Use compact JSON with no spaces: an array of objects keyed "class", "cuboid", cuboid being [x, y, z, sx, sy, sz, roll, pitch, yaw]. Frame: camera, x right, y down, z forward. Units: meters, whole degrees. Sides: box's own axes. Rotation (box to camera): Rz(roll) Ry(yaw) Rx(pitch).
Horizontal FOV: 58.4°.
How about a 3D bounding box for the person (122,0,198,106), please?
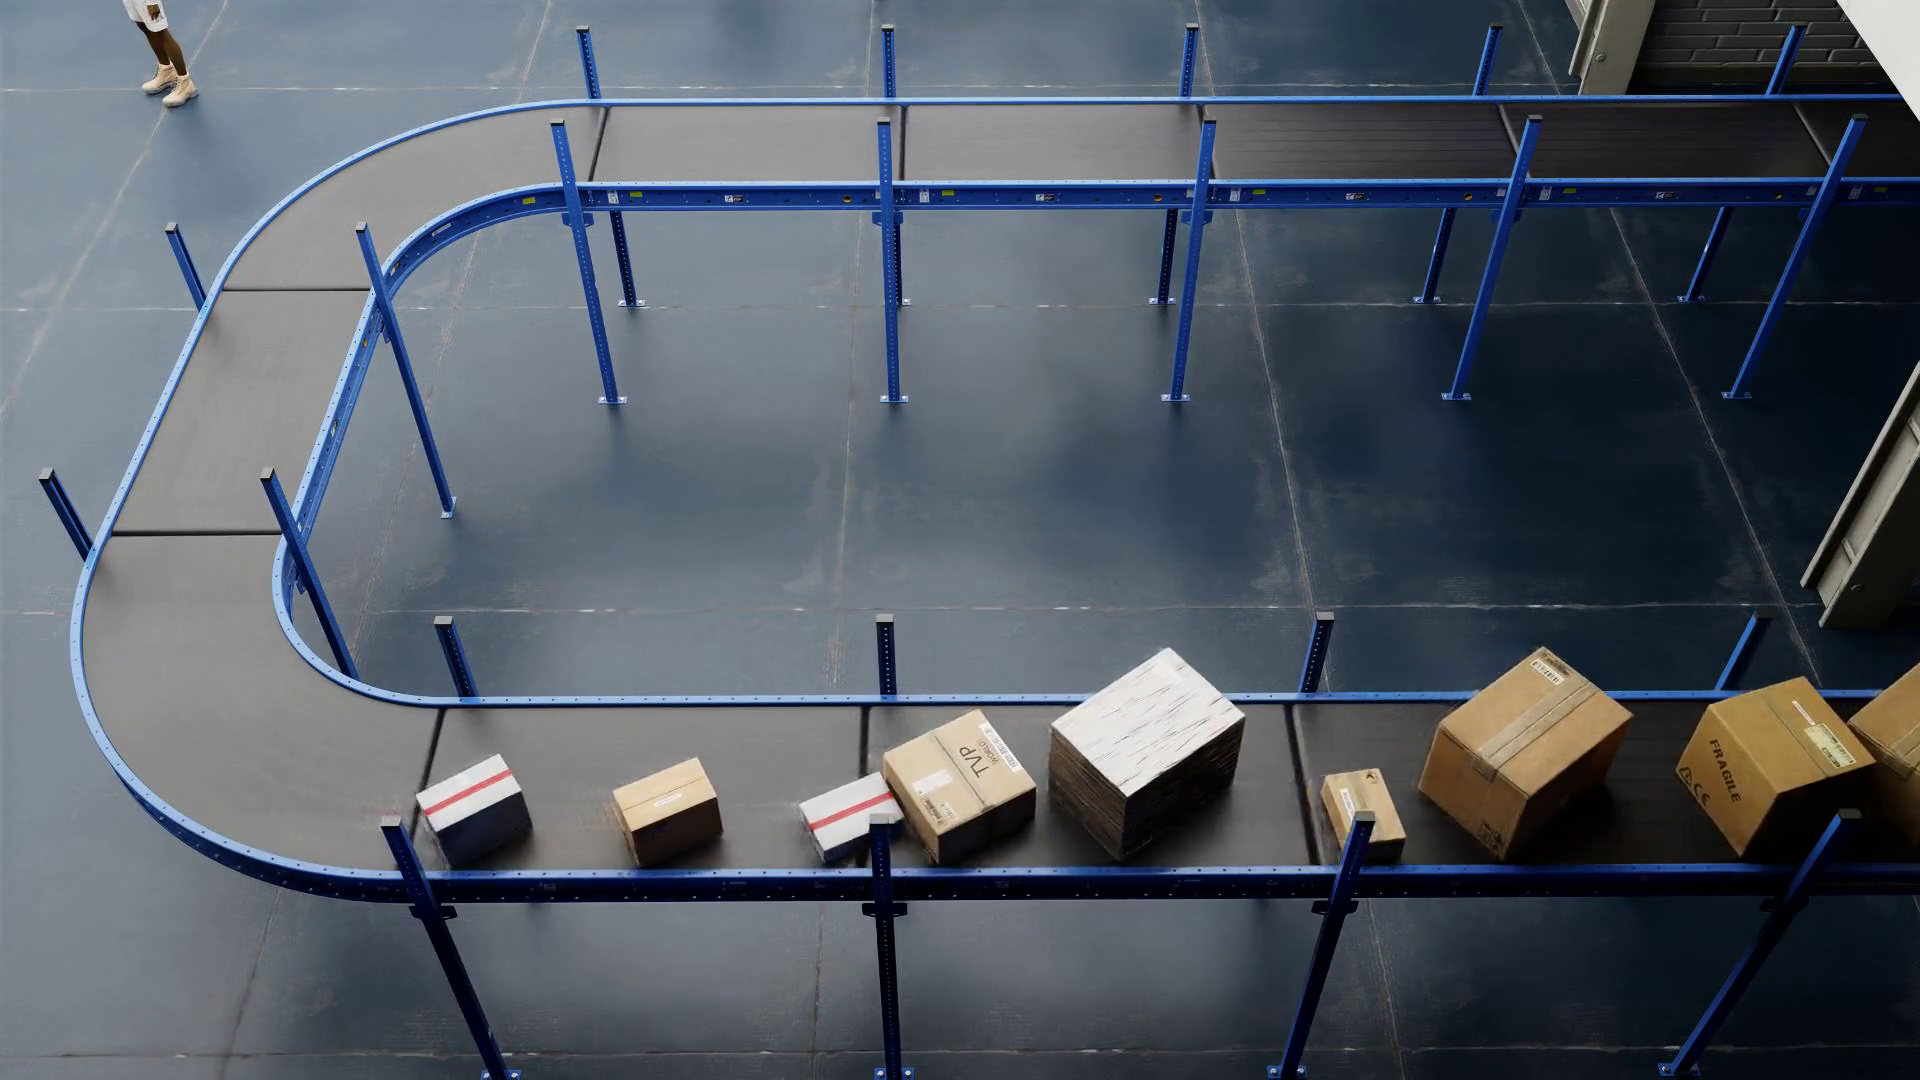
[{"class":"person","cuboid":[-6.813,-4.554,14.132,0.615,2.042,0.372,33,55,27]}]
